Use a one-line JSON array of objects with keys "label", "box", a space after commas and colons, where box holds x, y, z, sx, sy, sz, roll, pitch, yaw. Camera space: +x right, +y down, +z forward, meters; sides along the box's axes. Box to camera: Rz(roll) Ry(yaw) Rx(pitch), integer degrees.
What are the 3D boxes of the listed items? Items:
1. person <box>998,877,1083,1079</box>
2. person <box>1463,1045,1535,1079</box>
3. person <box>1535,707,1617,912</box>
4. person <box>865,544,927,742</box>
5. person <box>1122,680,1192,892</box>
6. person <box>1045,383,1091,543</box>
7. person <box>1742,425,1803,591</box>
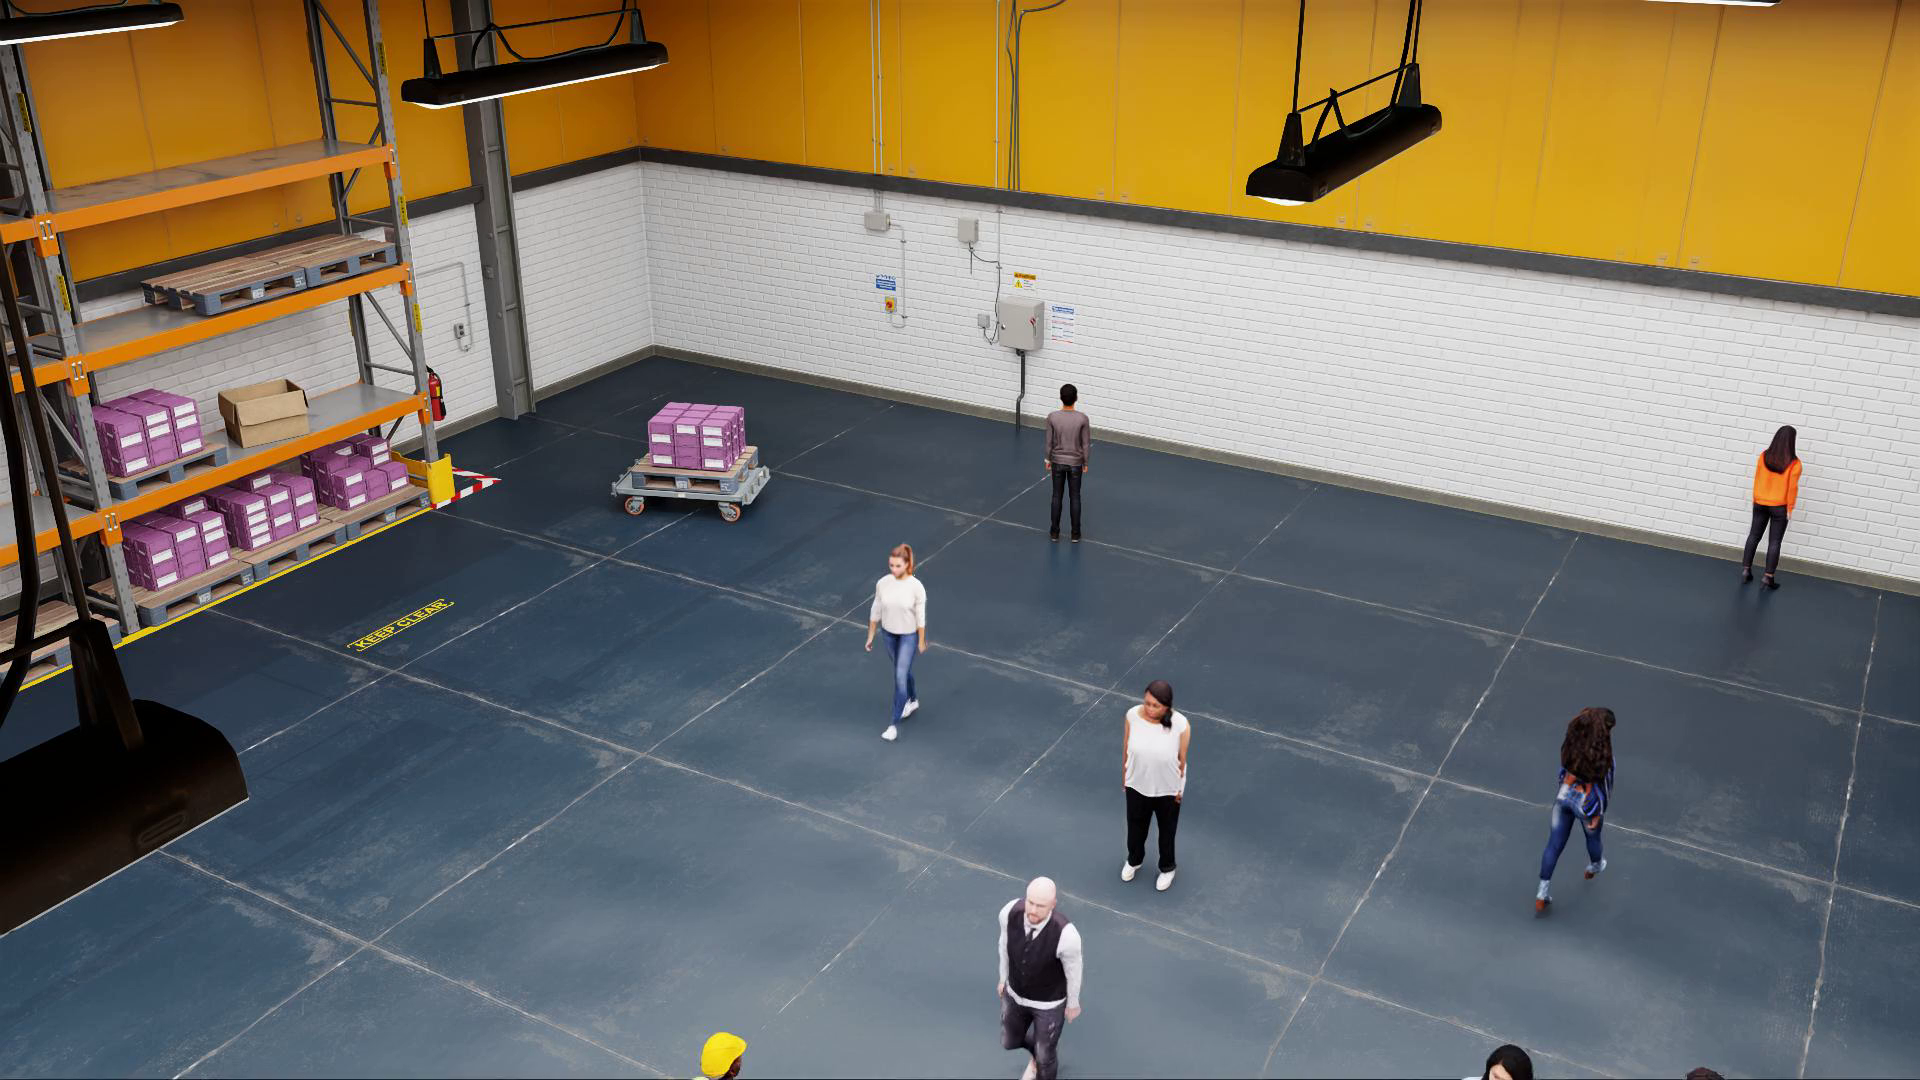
[{"label": "person", "box": [0.490, 2.702, 9.937, 0.700, 1.802, 0.797, 15, 28, 31]}, {"label": "person", "box": [2.772, 3.295, 8.681, 1.117, 1.720, 0.892, -18, 29, -35]}, {"label": "person", "box": [4.394, 1.952, 11.947, 1.134, 1.566, 0.823, -20, 31, -38]}, {"label": "person", "box": [-0.479, 0.818, 14.390, 0.649, 1.686, 1.020, 12, 27, 26]}, {"label": "person", "box": [1.433, 1.773, 12.206, 0.671, 1.686, 0.637, 10, 25, 21]}, {"label": "person", "box": [1.157, -0.835, 18.073, 0.705, 1.765, 0.661, 6, 24, 13]}, {"label": "person", "box": [8.290, -0.346, 16.976, 0.707, 1.748, 0.703, -14, 27, -29]}]
